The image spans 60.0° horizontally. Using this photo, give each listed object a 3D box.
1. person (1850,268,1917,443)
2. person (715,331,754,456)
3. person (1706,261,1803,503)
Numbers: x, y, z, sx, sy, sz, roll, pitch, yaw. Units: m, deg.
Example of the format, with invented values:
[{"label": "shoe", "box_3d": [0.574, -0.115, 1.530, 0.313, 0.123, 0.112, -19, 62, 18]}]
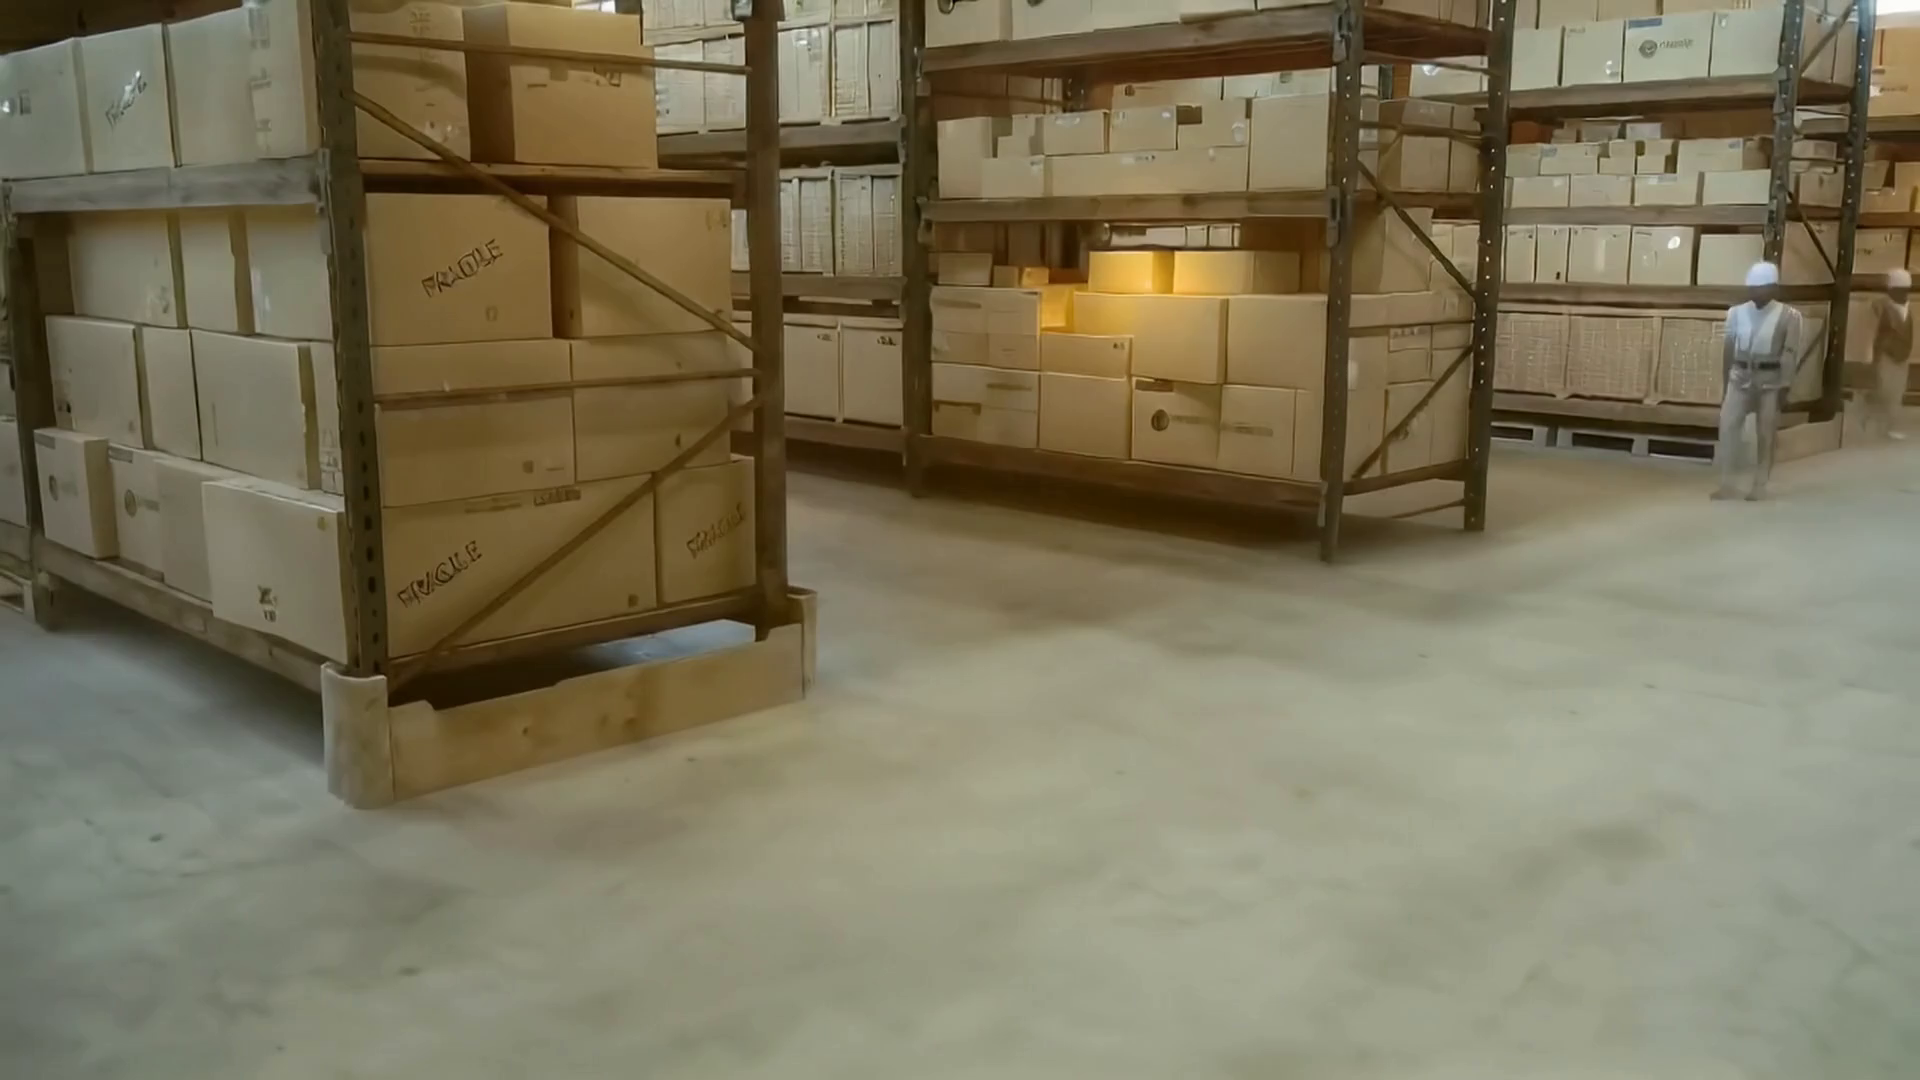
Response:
[{"label": "person", "box_3d": [9.582, -1.905, 17.188, 0.652, 1.801, 0.516, -3, 11, -18]}, {"label": "person", "box_3d": [-1.516, -0.653, 9.916, 0.653, 1.955, 0.933, -6, 12, -30]}, {"label": "person", "box_3d": [6.268, -1.222, 13.143, 0.610, 1.924, 0.728, 10, 14, 43]}]
